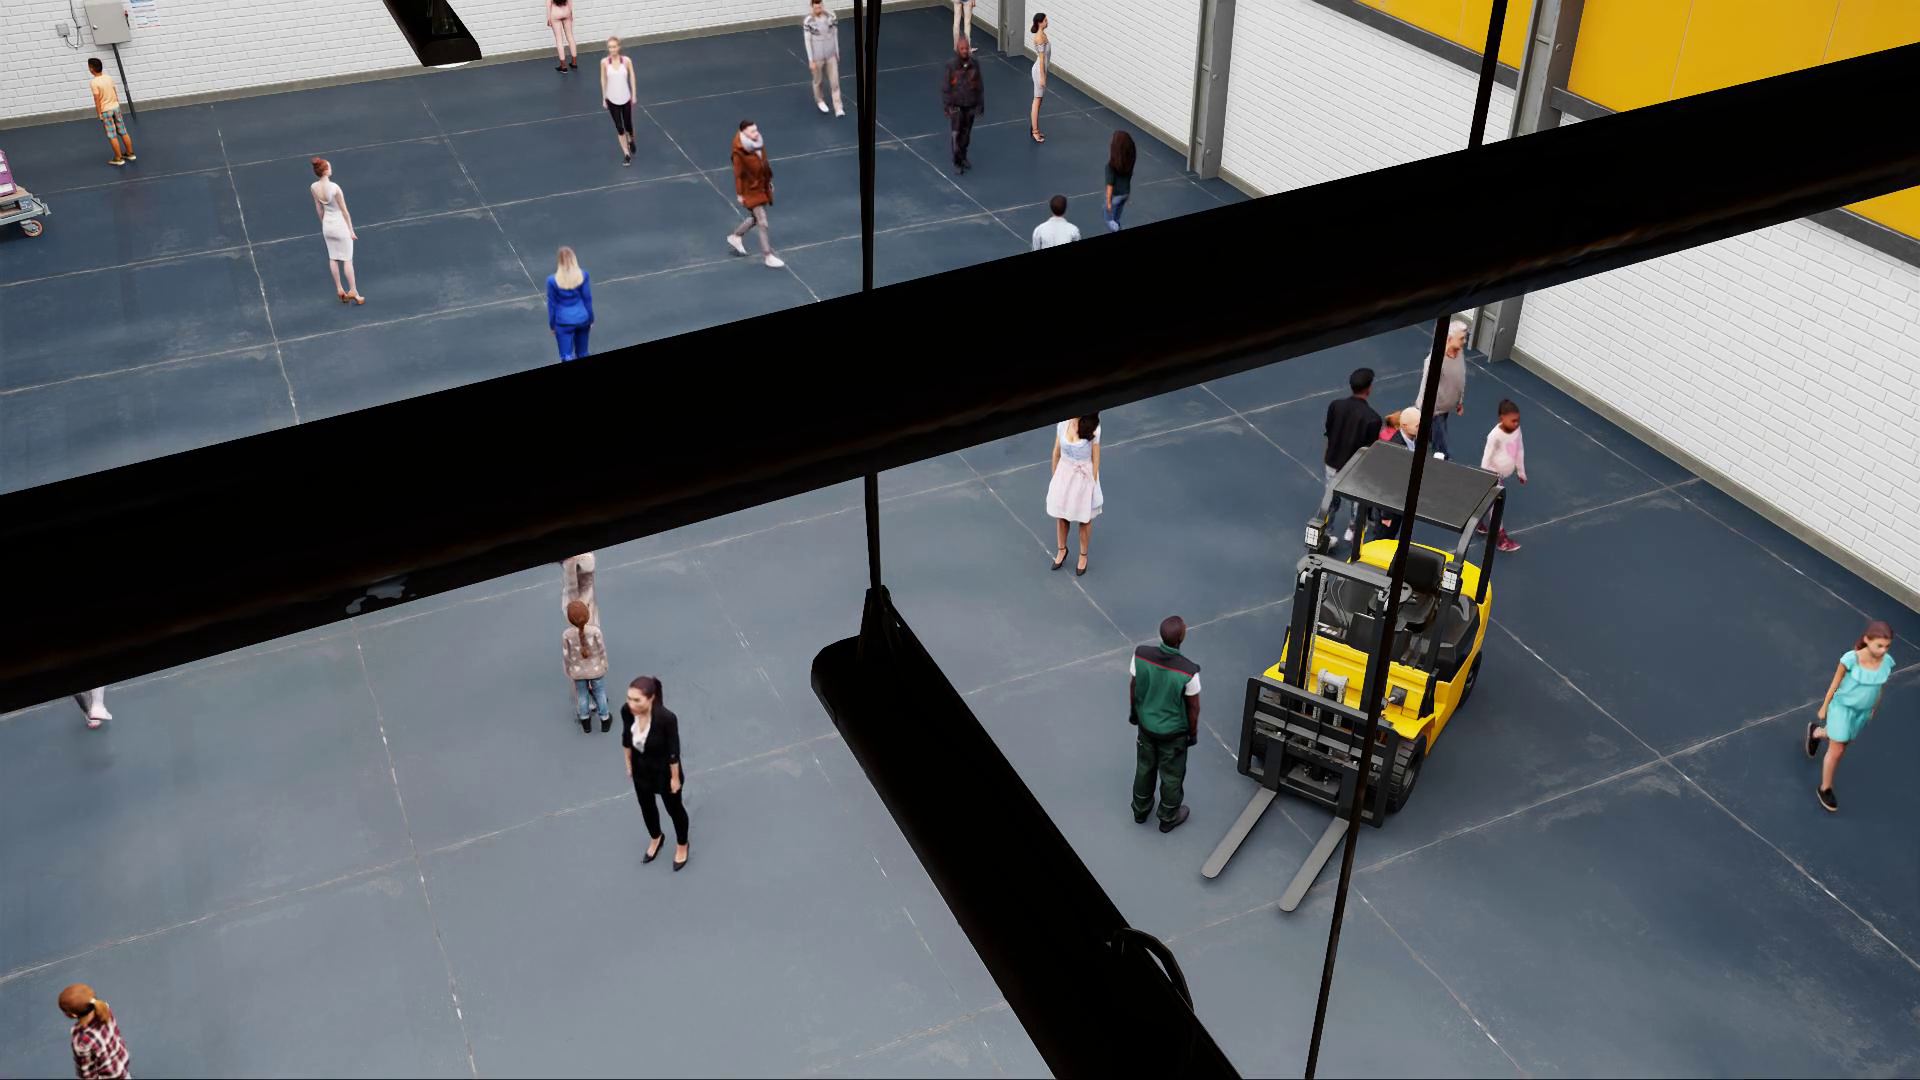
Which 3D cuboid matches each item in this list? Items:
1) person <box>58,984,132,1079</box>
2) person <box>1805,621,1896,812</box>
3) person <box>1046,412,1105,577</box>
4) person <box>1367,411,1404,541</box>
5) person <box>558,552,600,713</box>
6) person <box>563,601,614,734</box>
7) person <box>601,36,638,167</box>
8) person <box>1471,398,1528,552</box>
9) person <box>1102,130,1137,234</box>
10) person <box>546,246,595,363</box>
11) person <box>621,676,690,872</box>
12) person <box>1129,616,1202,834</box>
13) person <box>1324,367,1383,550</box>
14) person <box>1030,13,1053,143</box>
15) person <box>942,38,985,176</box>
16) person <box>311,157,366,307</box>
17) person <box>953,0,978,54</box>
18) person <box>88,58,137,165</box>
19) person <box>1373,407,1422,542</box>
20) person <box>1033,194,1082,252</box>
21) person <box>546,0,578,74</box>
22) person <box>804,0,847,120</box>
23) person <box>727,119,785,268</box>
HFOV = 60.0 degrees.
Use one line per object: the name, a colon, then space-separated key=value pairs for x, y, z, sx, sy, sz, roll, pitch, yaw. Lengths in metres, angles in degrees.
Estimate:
person: x=-4.951 y=3.058 z=9.662 sx=0.682 sy=1.304 sz=0.586 roll=2 pitch=34 yaw=3
person: x=6.531 y=1.194 z=12.257 sx=0.837 sy=1.537 sz=1.059 roll=1 pitch=34 yaw=2
person: x=1.011 y=-0.503 z=14.557 sx=0.855 sy=1.816 sz=0.920 roll=14 pitch=36 yaw=20
person: x=3.863 y=-0.617 z=15.188 sx=0.774 sy=1.309 sz=0.666 roll=25 pitch=41 yaw=32
person: x=-3.001 y=0.559 z=13.048 sx=0.824 sy=1.718 sz=0.552 roll=0 pitch=34 yaw=0
person: x=-2.892 y=0.983 z=12.886 sx=0.524 sy=1.192 sz=0.525 roll=-4 pitch=34 yaw=-6
person: x=-4.702 y=-6.096 z=23.010 sx=0.750 sy=1.774 sz=0.818 roll=-2 pitch=34 yaw=-3
person: x=4.839 y=-0.656 z=15.148 sx=0.657 sy=1.417 sz=0.967 roll=-22 pitch=39 yaw=-29
person: x=1.963 y=-4.181 z=20.284 sx=0.714 sy=1.602 sz=0.910 roll=-24 pitch=41 yaw=-32
person: x=-3.994 y=-2.210 z=17.245 sx=0.627 sy=1.684 sz=0.891 roll=-14 pitch=36 yaw=-19
person: x=-2.103 y=1.591 z=11.551 sx=0.673 sy=1.657 sz=0.736 roll=13 pitch=36 yaw=18
person: x=1.448 y=1.299 z=11.825 sx=0.737 sy=1.839 sz=0.844 roll=19 pitch=38 yaw=26
person: x=3.402 y=-0.651 z=14.807 sx=0.942 sy=1.787 sz=0.962 roll=25 pitch=41 yaw=32
person: x=1.131 y=-6.621 z=23.758 sx=0.733 sy=1.821 sz=0.619 roll=2 pitch=34 yaw=4
person: x=0.012 y=-6.028 z=22.877 sx=0.770 sy=1.808 sz=0.908 roll=-10 pitch=35 yaw=-15
person: x=-7.202 y=-3.558 z=19.174 sx=0.639 sy=1.793 sz=0.701 roll=12 pitch=35 yaw=17
person: x=0.054 y=-8.858 z=27.237 sx=0.664 sy=1.694 sz=0.765 roll=21 pitch=39 yaw=28
person: x=-11.817 y=-5.980 z=23.121 sx=0.639 sy=1.458 sz=0.591 roll=15 pitch=36 yaw=21
person: x=3.753 y=-0.357 z=14.354 sx=0.771 sy=1.798 sz=0.774 roll=20 pitch=38 yaw=27
person: x=1.060 y=-2.817 z=18.084 sx=1.161 sy=1.766 sz=1.299 roll=7 pitch=34 yaw=10
person: x=-6.337 y=-8.311 z=26.391 sx=0.671 sy=1.720 sz=0.625 roll=-25 pitch=41 yaw=-32
person: x=-2.054 y=-7.168 z=24.599 sx=0.781 sy=1.800 sz=1.190 roll=-13 pitch=36 yaw=-18
person: x=-2.552 y=-4.229 z=20.170 sx=1.225 sy=1.809 sz=1.131 roll=14 pitch=36 yaw=20
